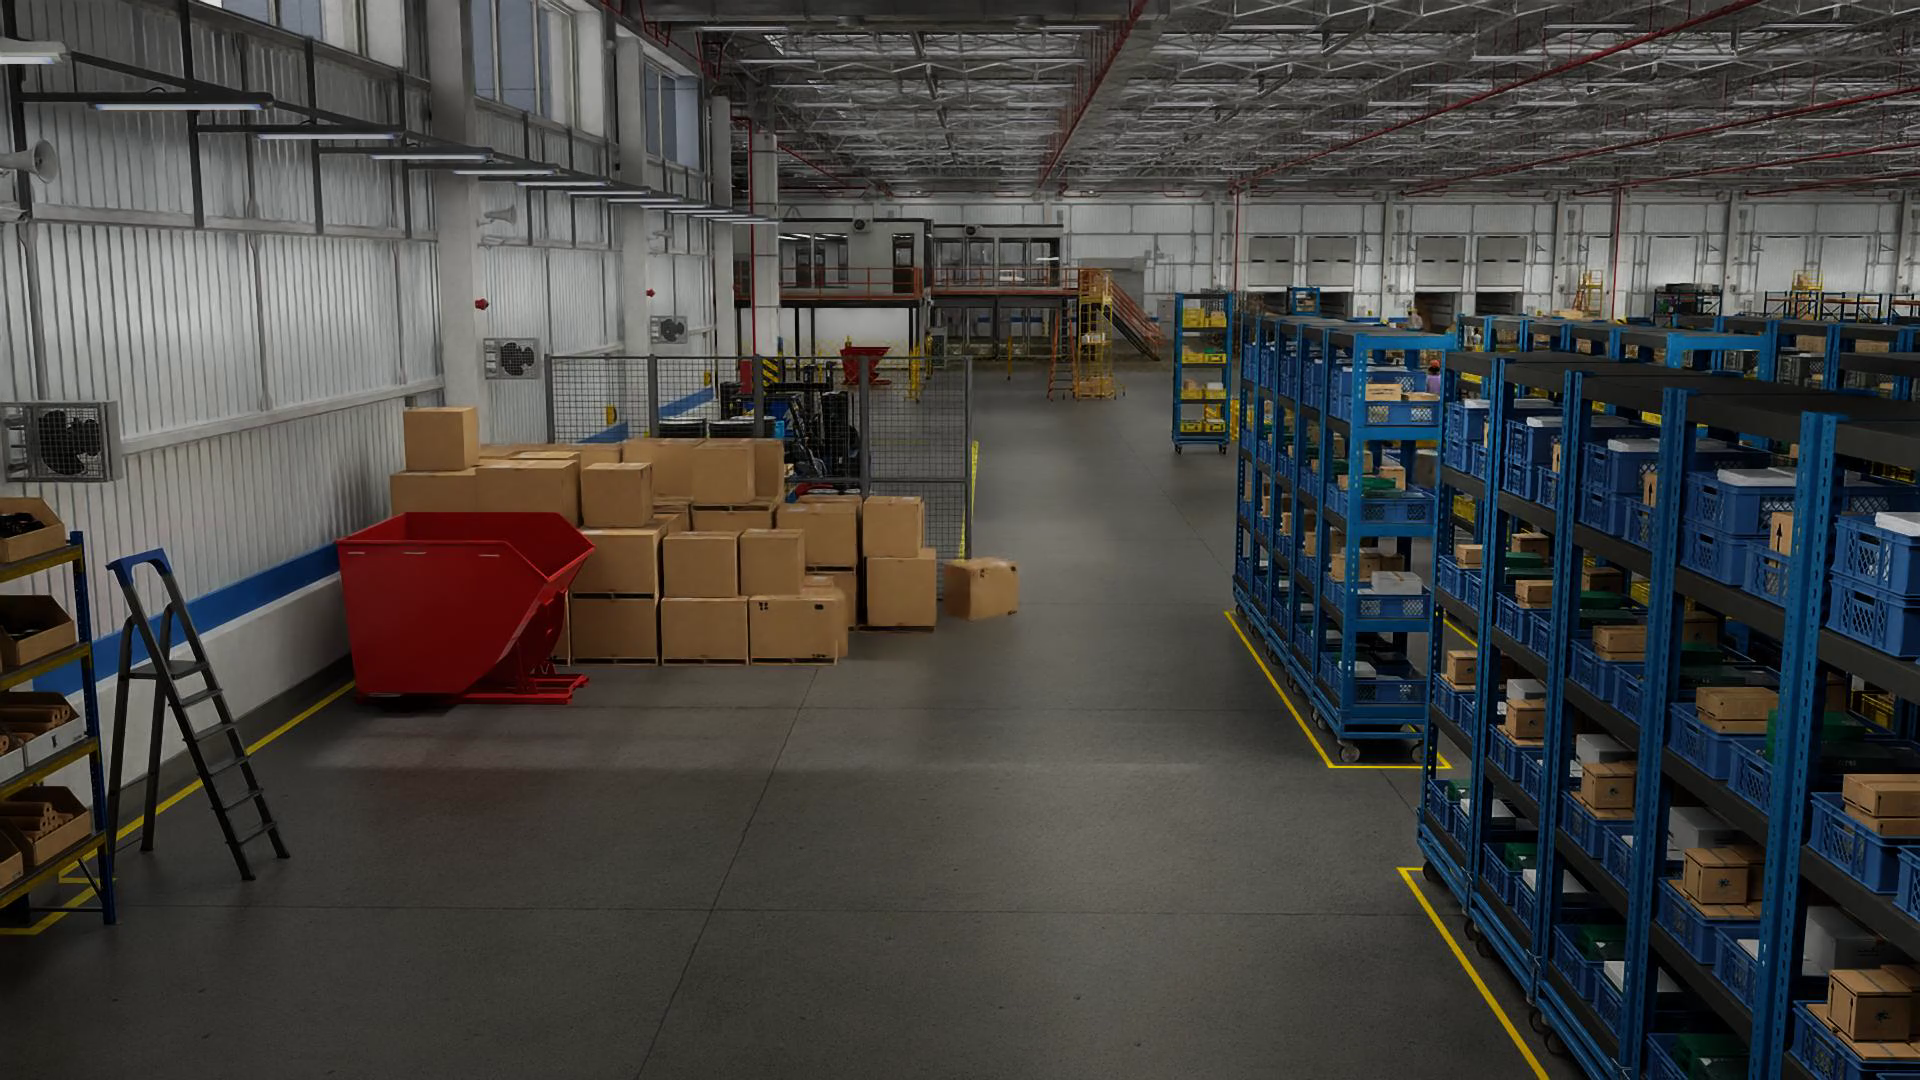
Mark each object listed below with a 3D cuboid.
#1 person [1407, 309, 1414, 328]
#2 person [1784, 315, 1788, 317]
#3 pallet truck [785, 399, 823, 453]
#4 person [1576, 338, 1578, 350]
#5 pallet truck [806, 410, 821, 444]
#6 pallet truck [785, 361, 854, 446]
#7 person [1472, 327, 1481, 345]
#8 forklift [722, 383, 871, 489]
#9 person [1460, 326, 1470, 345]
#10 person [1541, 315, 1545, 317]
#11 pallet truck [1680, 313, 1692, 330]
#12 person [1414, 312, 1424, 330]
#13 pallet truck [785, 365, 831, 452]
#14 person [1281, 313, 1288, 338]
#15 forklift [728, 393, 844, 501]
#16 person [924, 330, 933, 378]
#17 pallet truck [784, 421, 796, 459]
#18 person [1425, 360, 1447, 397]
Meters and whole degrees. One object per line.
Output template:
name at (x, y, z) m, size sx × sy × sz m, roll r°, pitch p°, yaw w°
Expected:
person at (25.607, -12.176, 94.628) m, size 0.395 × 1.921 × 0.585 m, roll 6°, pitch 11°, yaw 34°
person at (40.401, -10.060, 81.522) m, size 0.355 × 1.936 × 0.635 m, roll -4°, pitch 10°, yaw -25°
pallet truck at (-3.814, -2.432, 36.419) m, size 1.630 × 1.274 × 0.653 m, roll 0°, pitch 9°, yaw 1°
person at (23.044, -7.013, 62.934) m, size 0.688 × 1.879 × 0.378 m, roll 6°, pitch 11°, yaw 33°
pallet truck at (-3.559, -2.018, 33.905) m, size 1.522 × 1.261 × 0.704 m, roll 0°, pitch 9°, yaw -1°
pallet truck at (-3.410, -3.193, 38.978) m, size 1.885 × 1.965 × 0.823 m, roll 0°, pitch 9°, yaw -1°
person at (20.466, -7.511, 66.023) m, size 0.523 × 1.865 × 0.317 m, roll -7°, pitch 12°, yaw -38°
forklift at (-2.893, -1.687, 28.729) m, size 2.680 × 1.987 × 1.157 m, roll 0°, pitch 9°, yaw -1°
person at (24.596, -9.984, 81.212) m, size 0.584 × 1.882 × 0.337 m, roll 6°, pitch 11°, yaw 35°
person at (29.574, -10.523, 84.618) m, size 0.571 × 1.854 × 0.535 m, roll -7°, pitch 12°, yaw -37°
pallet truck at (36.315, -10.531, 84.244) m, size 0.823 × 1.965 × 1.885 m, roll -6°, pitch 11°, yaw -33°
person at (25.840, -11.997, 93.907) m, size 0.890 × 1.801 × 0.635 m, roll -2°, pitch 9°, yaw -12°
pallet truck at (-3.774, -2.976, 37.635) m, size 1.885 × 1.965 × 0.823 m, roll 1°, pitch 9°, yaw 5°
person at (17.865, -11.524, 90.960) m, size 0.623 × 1.812 × 0.852 m, roll -5°, pitch 10°, yaw -28°
forklift at (-2.979, -1.316, 26.476) m, size 2.680 × 1.987 × 1.157 m, roll 0°, pitch 9°, yaw 1°
person at (-1.210, -7.153, 63.873) m, size 0.345 × 1.847 × 0.508 m, roll 3°, pitch 10°, yaw 20°
pallet truck at (-4.013, -1.793, 32.705) m, size 1.601 × 1.201 × 0.680 m, roll 0°, pitch 9°, yaw 1°
person at (10.981, -3.160, 38.635) m, size 0.606 × 2.044 × 0.373 m, roll 0°, pitch 9°, yaw 0°
